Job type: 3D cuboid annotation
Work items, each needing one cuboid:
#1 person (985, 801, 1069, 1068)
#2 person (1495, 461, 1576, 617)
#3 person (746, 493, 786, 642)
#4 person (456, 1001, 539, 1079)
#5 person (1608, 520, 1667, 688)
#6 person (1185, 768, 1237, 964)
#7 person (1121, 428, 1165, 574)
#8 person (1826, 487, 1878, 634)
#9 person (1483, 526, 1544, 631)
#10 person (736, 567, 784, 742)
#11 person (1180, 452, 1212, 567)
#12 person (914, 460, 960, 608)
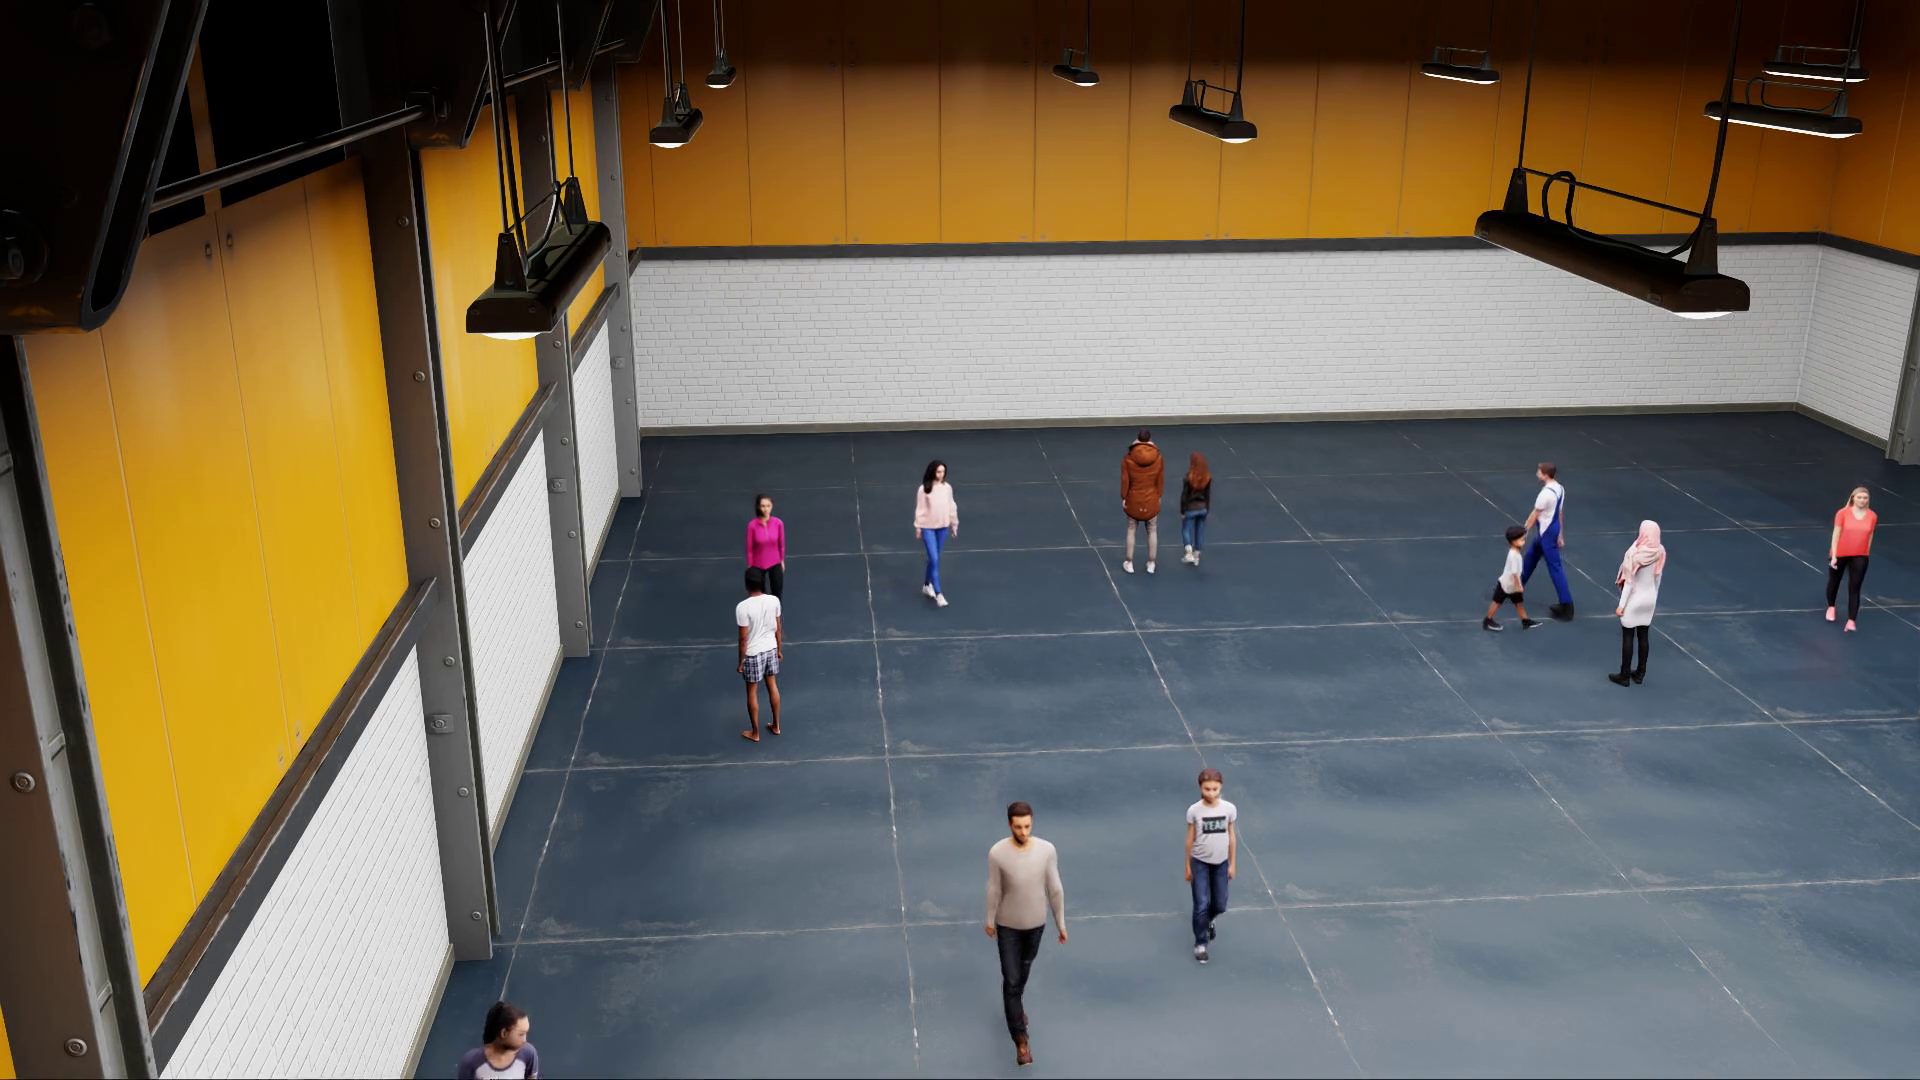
[{"bbox_3d":[0.409,2.607,11.511,0.774,1.823,1.155,-4,19,-13],"label":"person"},{"bbox_3d":[6.871,0.018,19.256,1.206,1.786,1.278,-18,25,-42],"label":"person"},{"bbox_3d":[-2.198,0.280,18.683,0.728,1.656,1.138,-5,19,-14],"label":"person"},{"bbox_3d":[-2.695,3.392,9.491,0.755,1.625,0.668,-3,19,-8],"label":"person"},{"bbox_3d":[7.085,0.650,17.353,0.675,1.803,0.656,-5,19,-16],"label":"person"},{"bbox_3d":[1.868,2.401,12.557,0.556,1.547,0.696,-1,19,-2],"label":"person"},{"bbox_3d":[2.264,-0.490,20.687,0.686,1.836,0.666,-1,19,-3],"label":"person"},{"bbox_3d":[10.099,0.190,18.966,0.898,1.646,1.170,7,20,19],"label":"person"},{"bbox_3d":[6.166,0.453,18.847,0.831,1.224,0.874,9,21,25],"label":"person"},{"bbox_3d":[-1.952,1.099,16.136,0.721,1.730,0.715,-13,23,-34],"label":"person"},{"bbox_3d":[2.993,-0.376,20.915,0.601,1.474,0.550,-4,19,-11],"label":"person"},{"bbox_3d":[-0.345,-0.121,19.748,0.894,1.737,1.081,-9,21,-26],"label":"person"}]
